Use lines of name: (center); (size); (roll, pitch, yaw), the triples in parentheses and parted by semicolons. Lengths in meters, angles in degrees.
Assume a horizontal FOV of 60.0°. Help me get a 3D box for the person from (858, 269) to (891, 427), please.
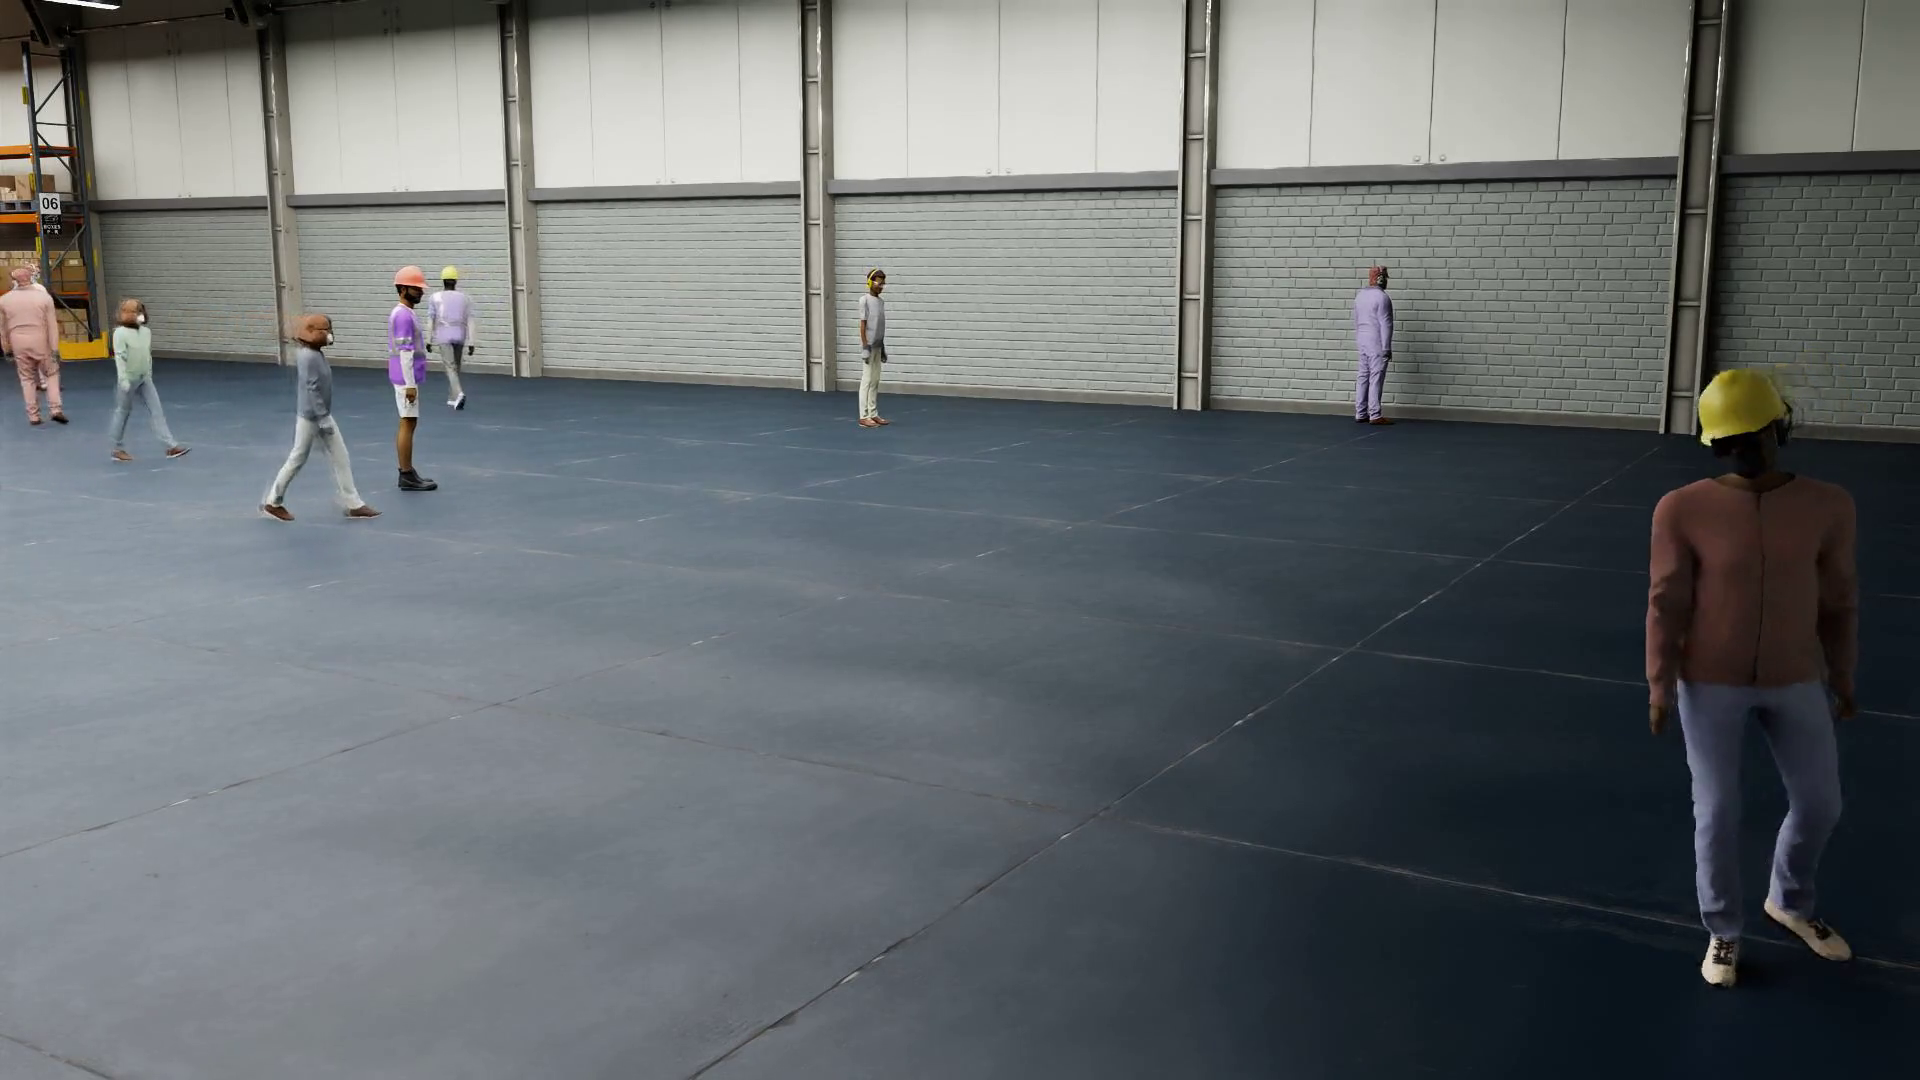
person: (-1.021, -2.282, 19.823); (0.331, 1.865, 0.519); (5, 11, 26)

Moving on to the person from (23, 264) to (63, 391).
person: (-13.860, -3.184, 24.969); (0.639, 1.911, 0.402); (4, 10, 21)

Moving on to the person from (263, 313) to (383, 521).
person: (-4.947, -0.929, 12.710); (0.862, 1.595, 0.497); (0, 10, -1)

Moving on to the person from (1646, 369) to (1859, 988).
person: (2.228, 0.385, 4.615); (0.670, 1.722, 0.470); (1, 10, 8)

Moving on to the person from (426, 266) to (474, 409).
person: (-6.745, -2.687, 22.124); (0.588, 1.891, 0.926); (-8, 12, -37)

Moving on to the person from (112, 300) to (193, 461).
person: (-8.058, -1.560, 16.383); (0.854, 1.587, 0.534); (3, 10, 16)

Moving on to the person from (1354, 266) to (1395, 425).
person: (5.009, -2.339, 20.024); (0.409, 1.907, 0.651); (-3, 10, -19)

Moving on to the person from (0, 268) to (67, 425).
person: (-11.192, -2.318, 20.007); (0.666, 1.874, 0.434); (-3, 10, -16)

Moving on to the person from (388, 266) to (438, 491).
person: (-4.755, -1.395, 14.420); (0.376, 1.934, 0.547); (-3, 10, -19)
